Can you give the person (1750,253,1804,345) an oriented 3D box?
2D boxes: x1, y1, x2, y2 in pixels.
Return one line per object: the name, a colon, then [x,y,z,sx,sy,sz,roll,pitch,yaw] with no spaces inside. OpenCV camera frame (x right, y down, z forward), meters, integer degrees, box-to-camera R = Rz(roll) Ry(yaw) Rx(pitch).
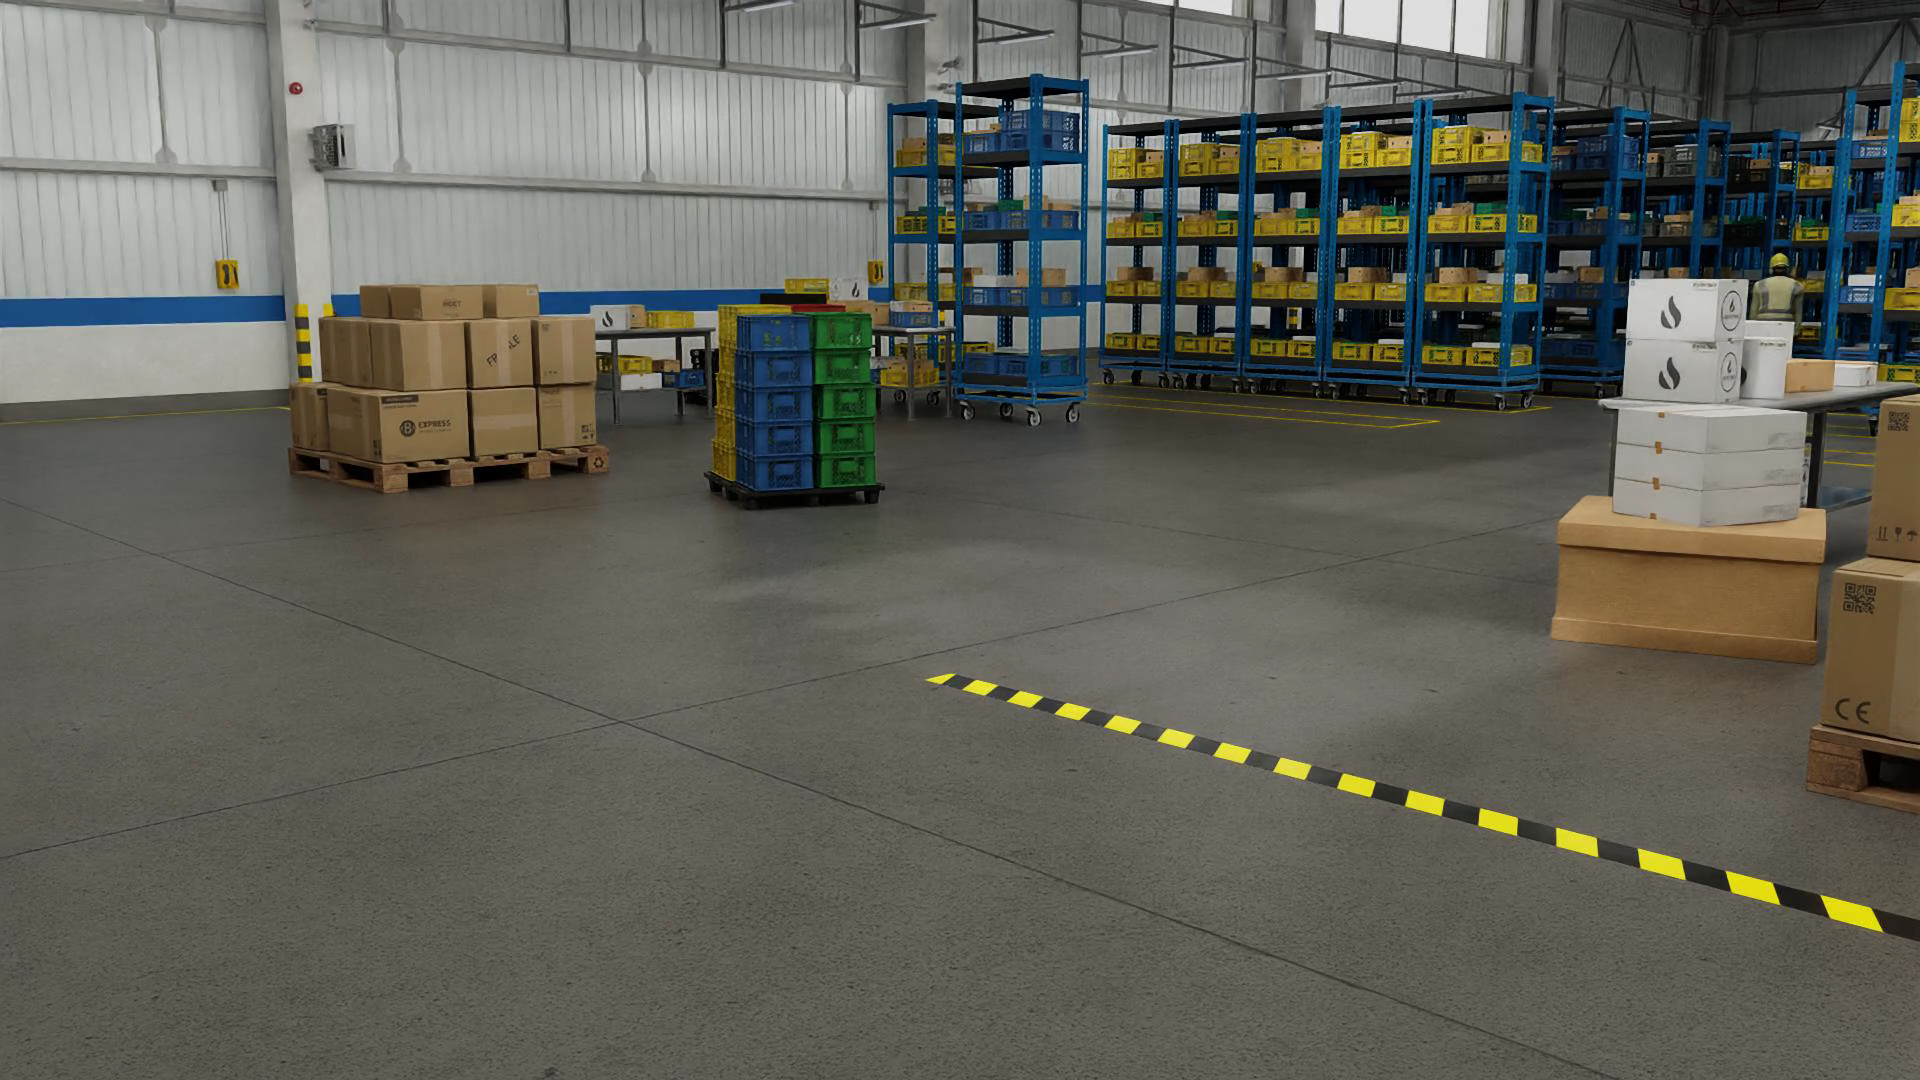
person: [9.952,-2.578,20.307,0.585,1.824,0.406,2,10,13]
